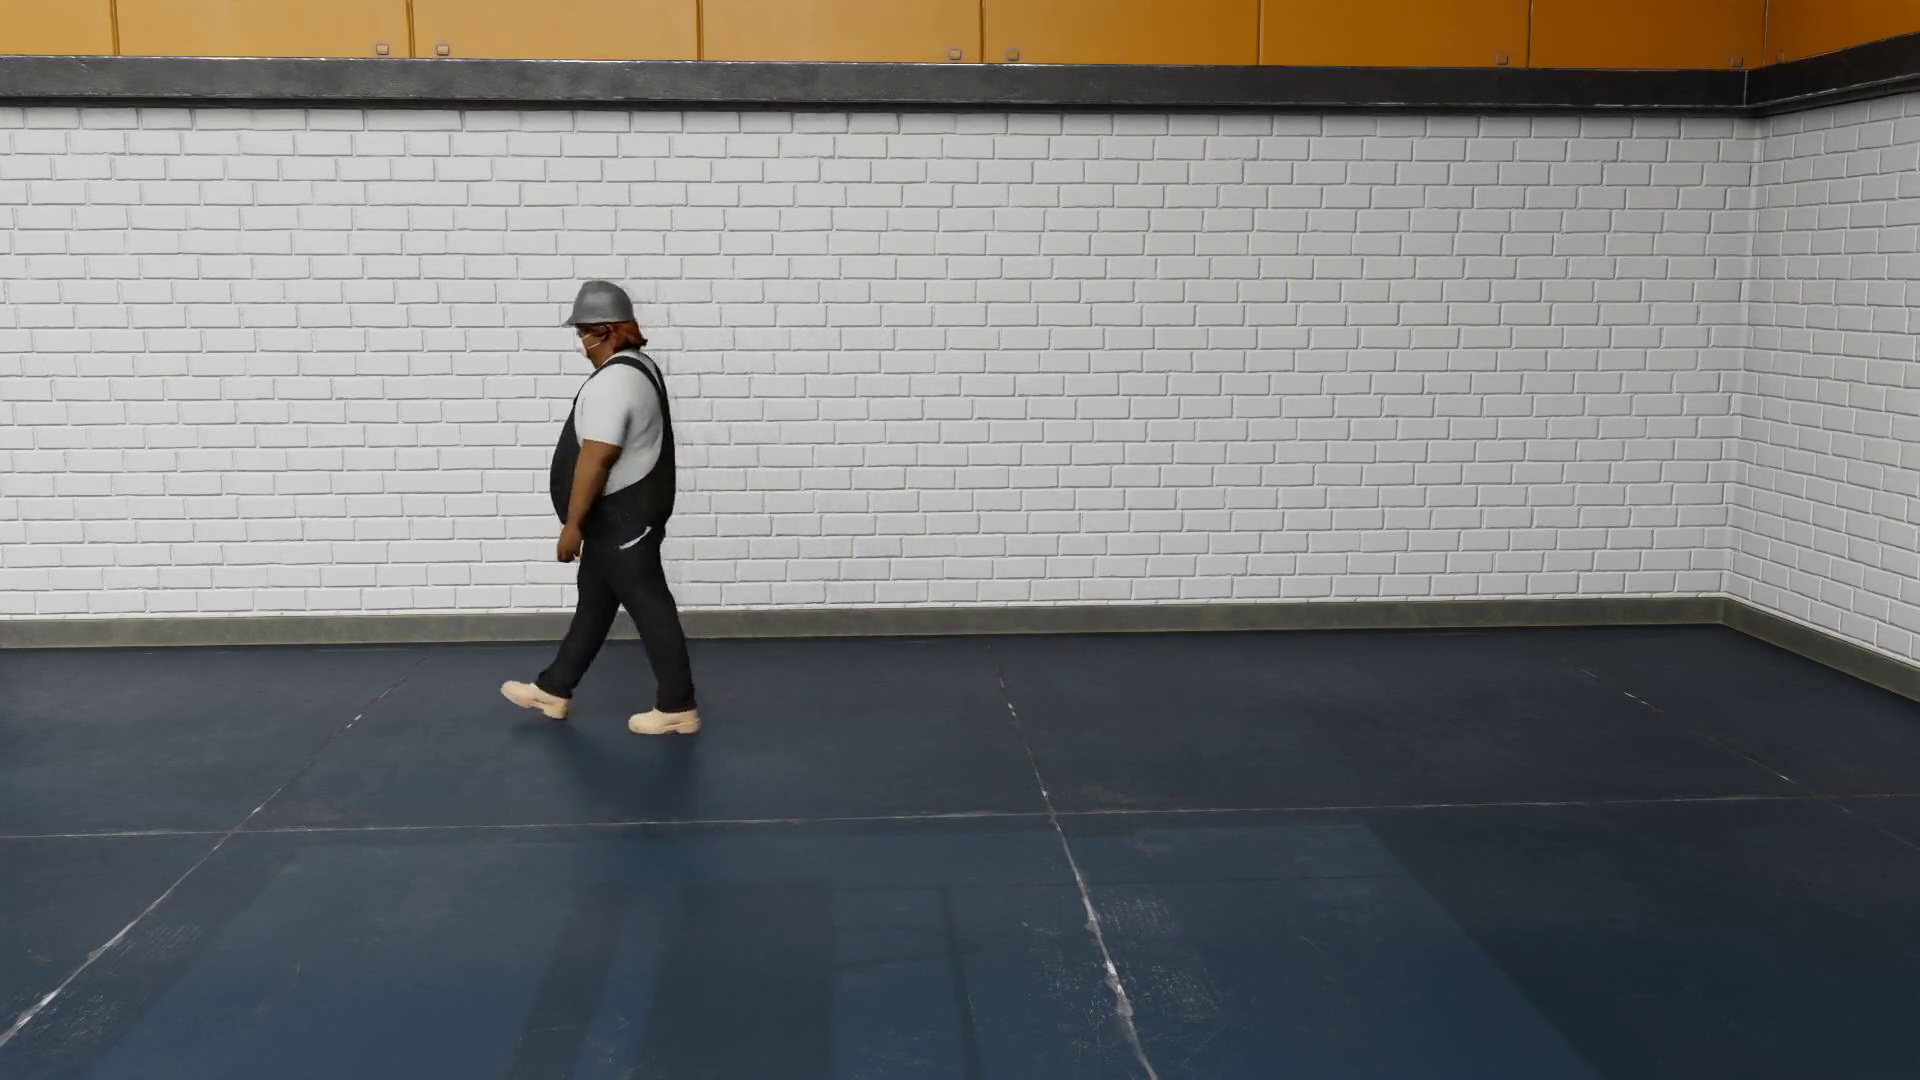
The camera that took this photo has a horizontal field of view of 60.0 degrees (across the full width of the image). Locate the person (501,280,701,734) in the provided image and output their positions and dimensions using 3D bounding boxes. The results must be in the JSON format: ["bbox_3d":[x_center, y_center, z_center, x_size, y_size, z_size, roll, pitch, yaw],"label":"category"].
[{"bbox_3d":[-1.612,-0.151,7.304,0.990,2.000,0.705,0,9,1],"label":"person"}]
